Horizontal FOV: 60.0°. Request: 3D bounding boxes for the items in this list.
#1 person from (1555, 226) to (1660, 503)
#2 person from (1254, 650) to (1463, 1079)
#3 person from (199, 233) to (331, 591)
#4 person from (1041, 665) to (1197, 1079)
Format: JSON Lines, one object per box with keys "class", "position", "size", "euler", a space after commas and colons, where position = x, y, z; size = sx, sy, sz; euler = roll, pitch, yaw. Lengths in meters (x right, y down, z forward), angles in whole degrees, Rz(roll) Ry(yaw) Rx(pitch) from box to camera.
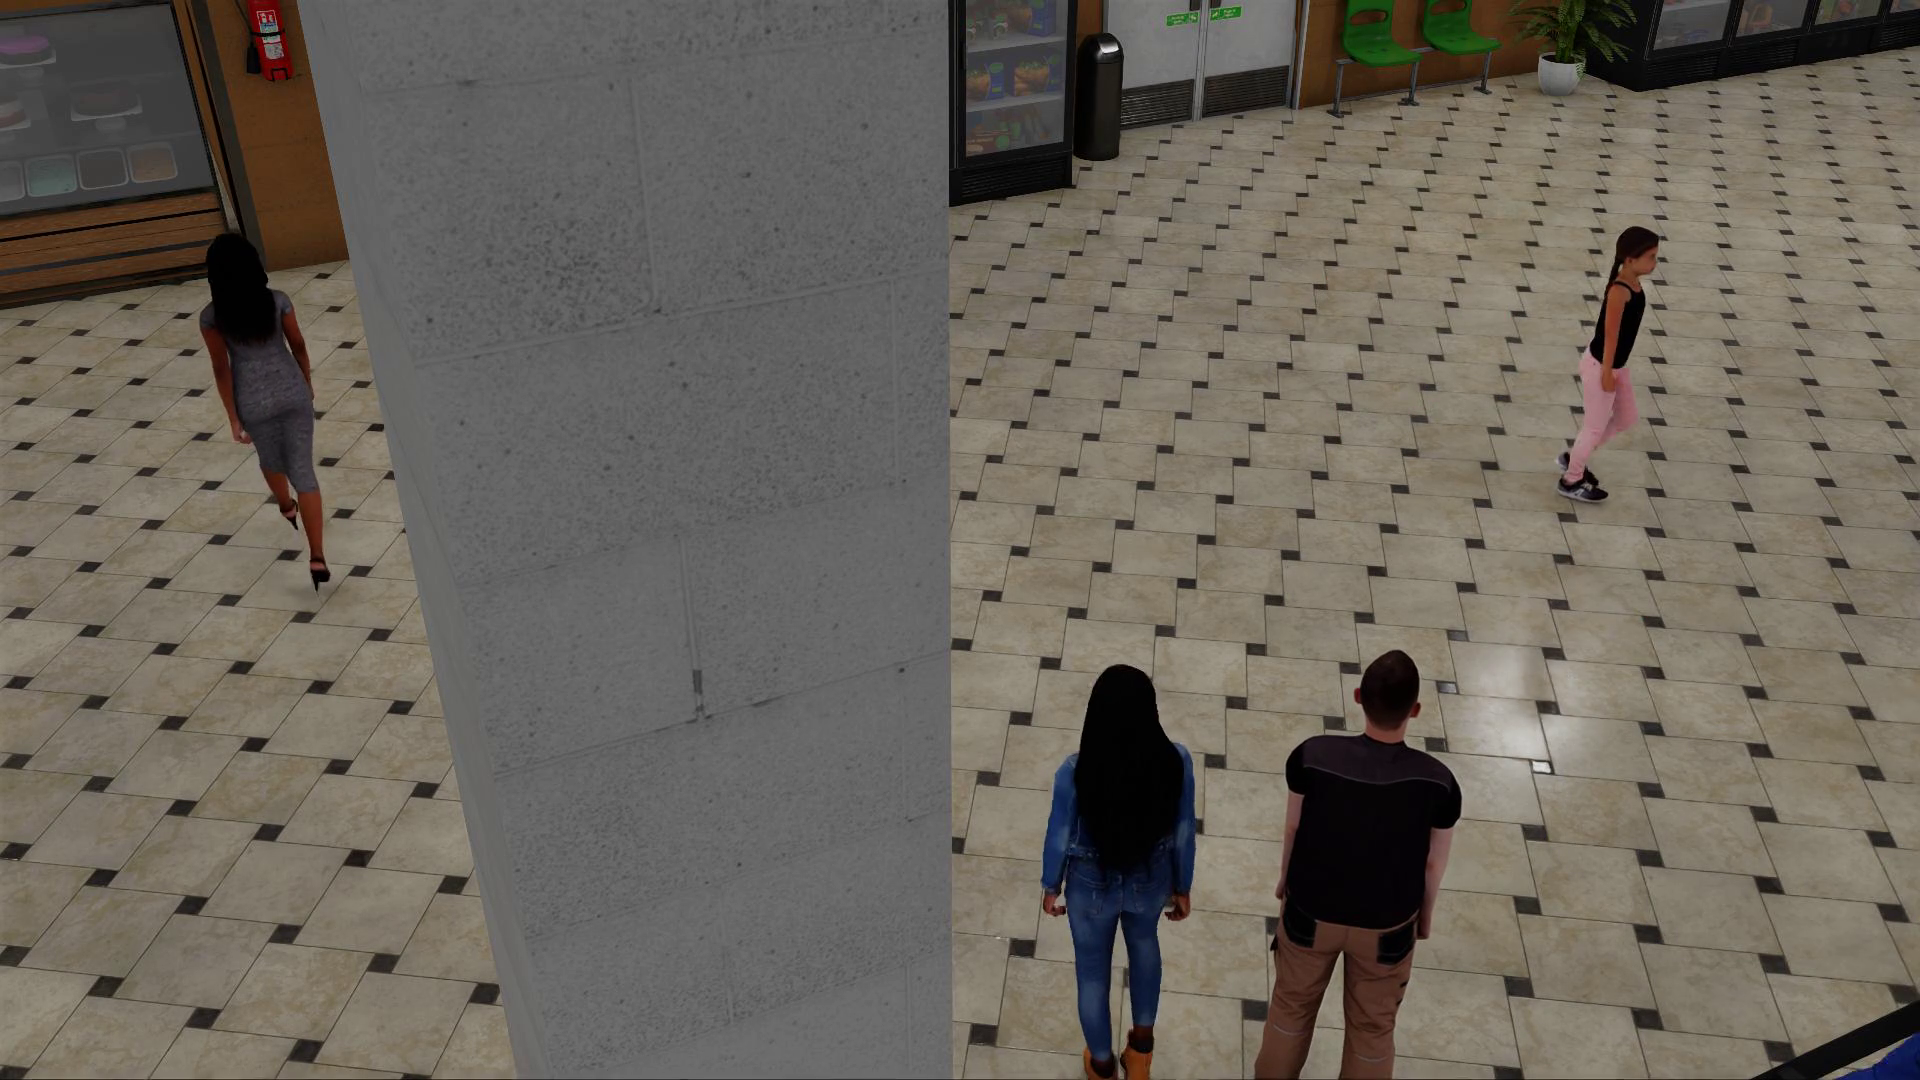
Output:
{"class": "person", "position": [3.328, -0.921, 8.727], "size": [0.722, 1.550, 0.671], "euler": [17, 36, 26]}
{"class": "person", "position": [1.206, 1.130, 5.156], "size": [0.764, 1.841, 0.817], "euler": [10, 33, 15]}
{"class": "person", "position": [-3.271, -0.568, 7.990], "size": [0.605, 1.729, 1.131], "euler": [-13, 34, -20]}
{"class": "person", "position": [0.522, 1.165, 5.229], "size": [0.702, 1.704, 0.700], "euler": [-5, 32, -8]}
